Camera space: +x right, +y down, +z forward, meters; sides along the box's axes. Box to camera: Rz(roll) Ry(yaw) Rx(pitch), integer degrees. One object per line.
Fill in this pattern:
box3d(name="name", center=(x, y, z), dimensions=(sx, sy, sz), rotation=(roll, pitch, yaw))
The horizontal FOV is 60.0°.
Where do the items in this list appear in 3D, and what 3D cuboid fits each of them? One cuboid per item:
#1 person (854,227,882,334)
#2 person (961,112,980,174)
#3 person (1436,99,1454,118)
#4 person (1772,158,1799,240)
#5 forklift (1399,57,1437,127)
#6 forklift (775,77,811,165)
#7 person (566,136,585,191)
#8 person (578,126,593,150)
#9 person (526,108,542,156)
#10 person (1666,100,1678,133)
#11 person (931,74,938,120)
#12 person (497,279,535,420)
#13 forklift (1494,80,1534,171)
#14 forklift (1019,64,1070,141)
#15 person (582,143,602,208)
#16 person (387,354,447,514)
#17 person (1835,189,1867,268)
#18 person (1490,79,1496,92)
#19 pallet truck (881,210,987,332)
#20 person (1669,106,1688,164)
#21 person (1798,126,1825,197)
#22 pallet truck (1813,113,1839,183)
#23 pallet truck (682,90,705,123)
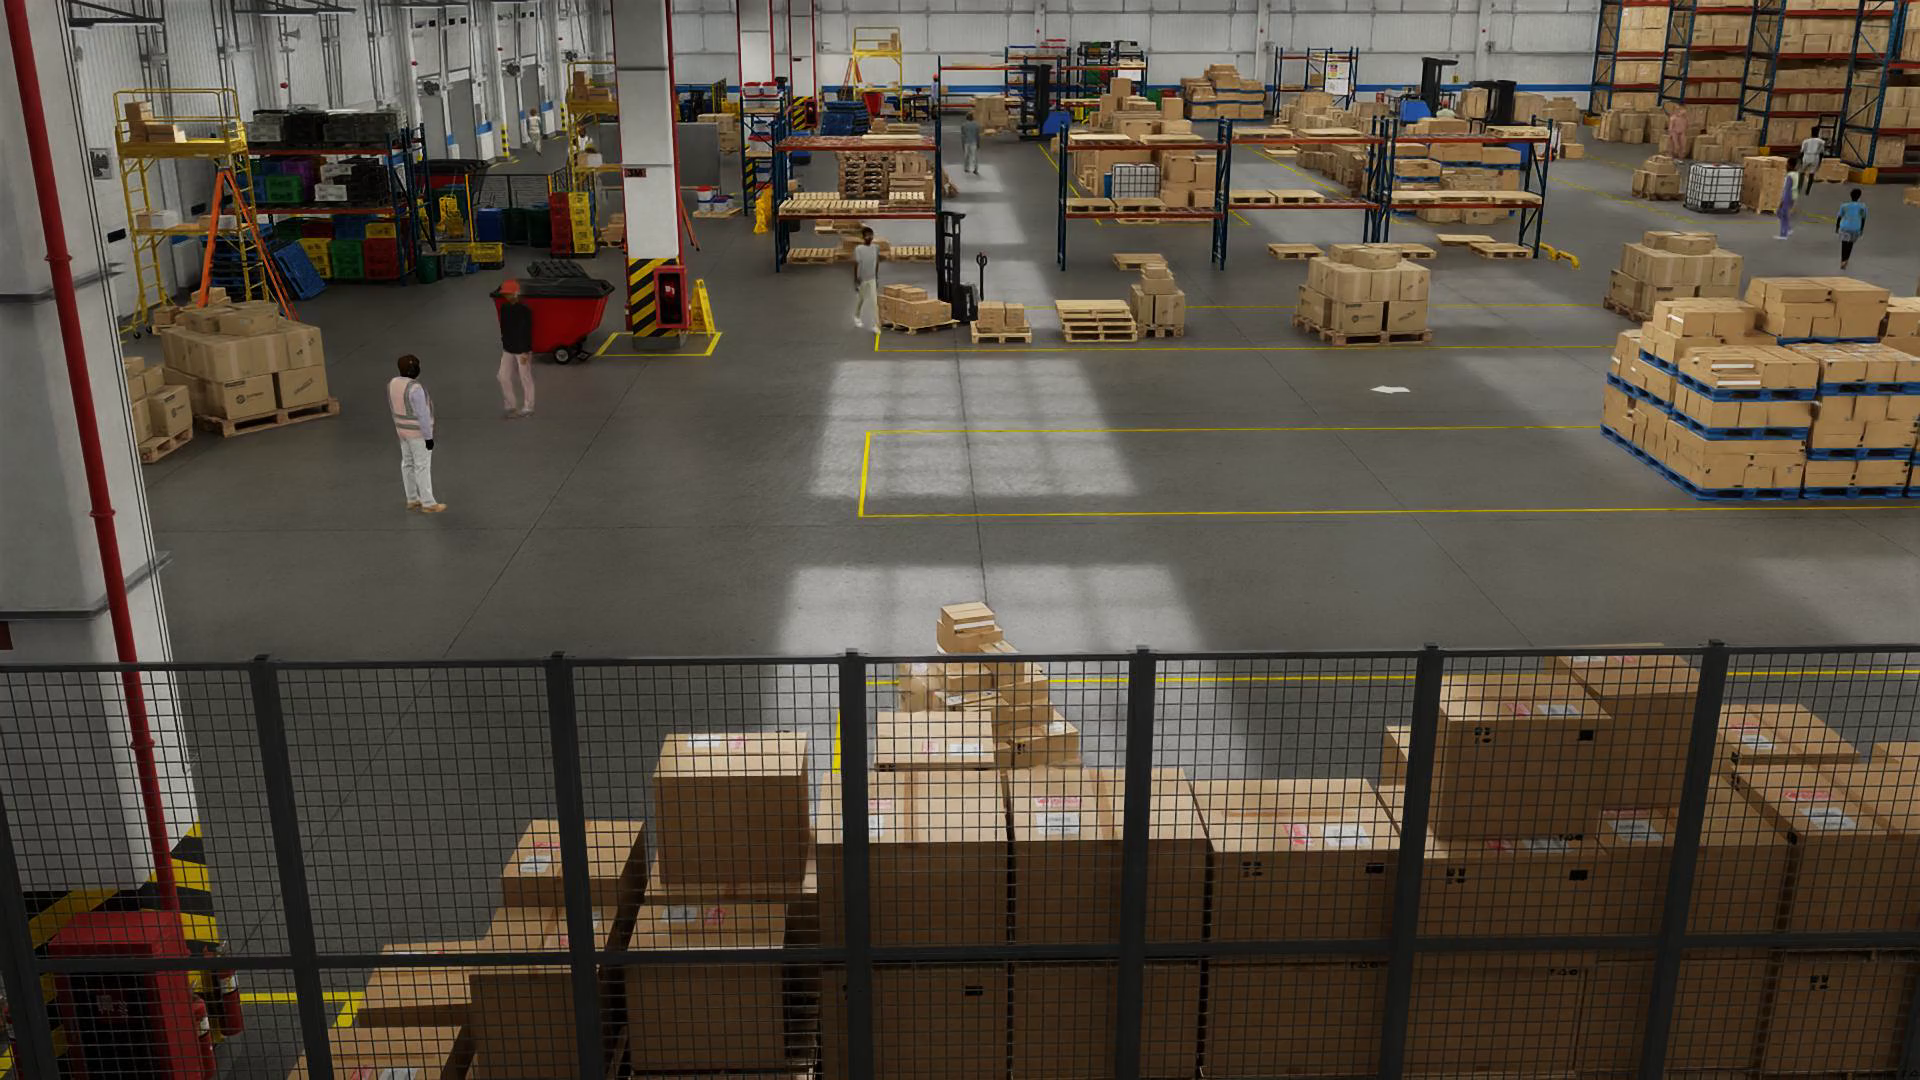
box3d(name="person", center=(-1.652, -4.569, 29.066), dimensions=(0.529, 1.837, 0.973), rotation=(-9, 20, -24))
box3d(name="person", center=(0.345, -12.559, 52.634), dimensions=(0.636, 1.915, 0.904), rotation=(-5, 19, -14))
box3d(name="person", center=(16.712, -14.205, 57.417), dimensions=(0.626, 1.968, 0.772), rotation=(6, 20, 17))
box3d(name="person", center=(19.519, -8.045, 39.246), dimensions=(0.449, 1.907, 0.595), rotation=(12, 22, 32))
box3d(name="forklift", center=(19.294, -18.500, 68.754), dimensions=(1.873, 2.768, 1.129), rotation=(-1, 19, -1))
box3d(name="forklift", center=(-5.920, -13.893, 55.085), dimensions=(1.873, 2.768, 1.129), rotation=(-1, 19, -1))
box3d(name="person", center=(-10.576, -10.219, 45.871), dimensions=(0.519, 1.787, 0.977), rotation=(-3, 19, -10))
box3d(name="person", center=(-10.839, -10.958, 47.919), dimensions=(0.576, 1.882, 0.355), rotation=(1, 19, 3))
box3d(name="person", center=(-14.825, -14.205, 57.952), dimensions=(0.516, 1.625, 0.375), rotation=(-3, 19, -9))
box3d(name="person", center=(28.379, -17.007, 66.290), dimensions=(0.872, 1.587, 0.538), rotation=(-16, 24, -39))
box3d(name="person", center=(-1.073, -19.450, 73.026), dimensions=(0.379, 1.937, 0.548), rotation=(-9, 21, -24))
box3d(name="person", center=(-6.210, -2.616, 23.020), dimensions=(0.642, 1.974, 0.631), rotation=(11, 22, 29))
box3d(name="forklift", center=(17.343, -13.254, 53.190), dimensions=(1.873, 2.768, 1.129), rotation=(-1, 19, -1))
box3d(name="forklift", center=(3.235, -16.572, 63.033), dimensions=(1.873, 2.768, 1.129), rotation=(-1, 19, -2))
box3d(name="person", center=(-9.993, -9.852, 44.897), dimensions=(0.507, 1.696, 0.897), rotation=(-16, 24, -39))
box3d(name="person", center=(-6.243, -1.220, 19.091), dimensions=(0.622, 1.845, 0.429), rotation=(14, 23, 37))
box3d(name="person", center=(18.970, -6.638, 35.456), dimensions=(0.543, 1.654, 0.862), rotation=(6, 20, 17))
box3d(name="person", center=(22.353, -18.451, 70.091), dimensions=(0.646, 1.909, 0.475), rotation=(-11, 21, -29))
box3d(name="pallet truck", center=(-0.493, -4.759, 29.349), dimensions=(1.885, 1.965, 0.823), rotation=(-13, 23, -34))
box3d(name="person", center=(23.951, -13.479, 55.403), dimensions=(0.641, 1.885, 0.668), rotation=(-2, 19, -5))
box3d(name="person", center=(24.166, -10.772, 47.257), dimensions=(0.602, 1.939, 0.795), rotation=(7, 20, 21))
box3d(name="pallet truck", center=(26.403, -11.957, 50.702), dimensions=(0.823, 1.965, 1.885), rotation=(6, 19, 16))
box3d(name="pallet truck", center=(-9.671, -15.907, 62.421), dimensions=(0.823, 1.965, 1.885), rotation=(5, 19, 15))
